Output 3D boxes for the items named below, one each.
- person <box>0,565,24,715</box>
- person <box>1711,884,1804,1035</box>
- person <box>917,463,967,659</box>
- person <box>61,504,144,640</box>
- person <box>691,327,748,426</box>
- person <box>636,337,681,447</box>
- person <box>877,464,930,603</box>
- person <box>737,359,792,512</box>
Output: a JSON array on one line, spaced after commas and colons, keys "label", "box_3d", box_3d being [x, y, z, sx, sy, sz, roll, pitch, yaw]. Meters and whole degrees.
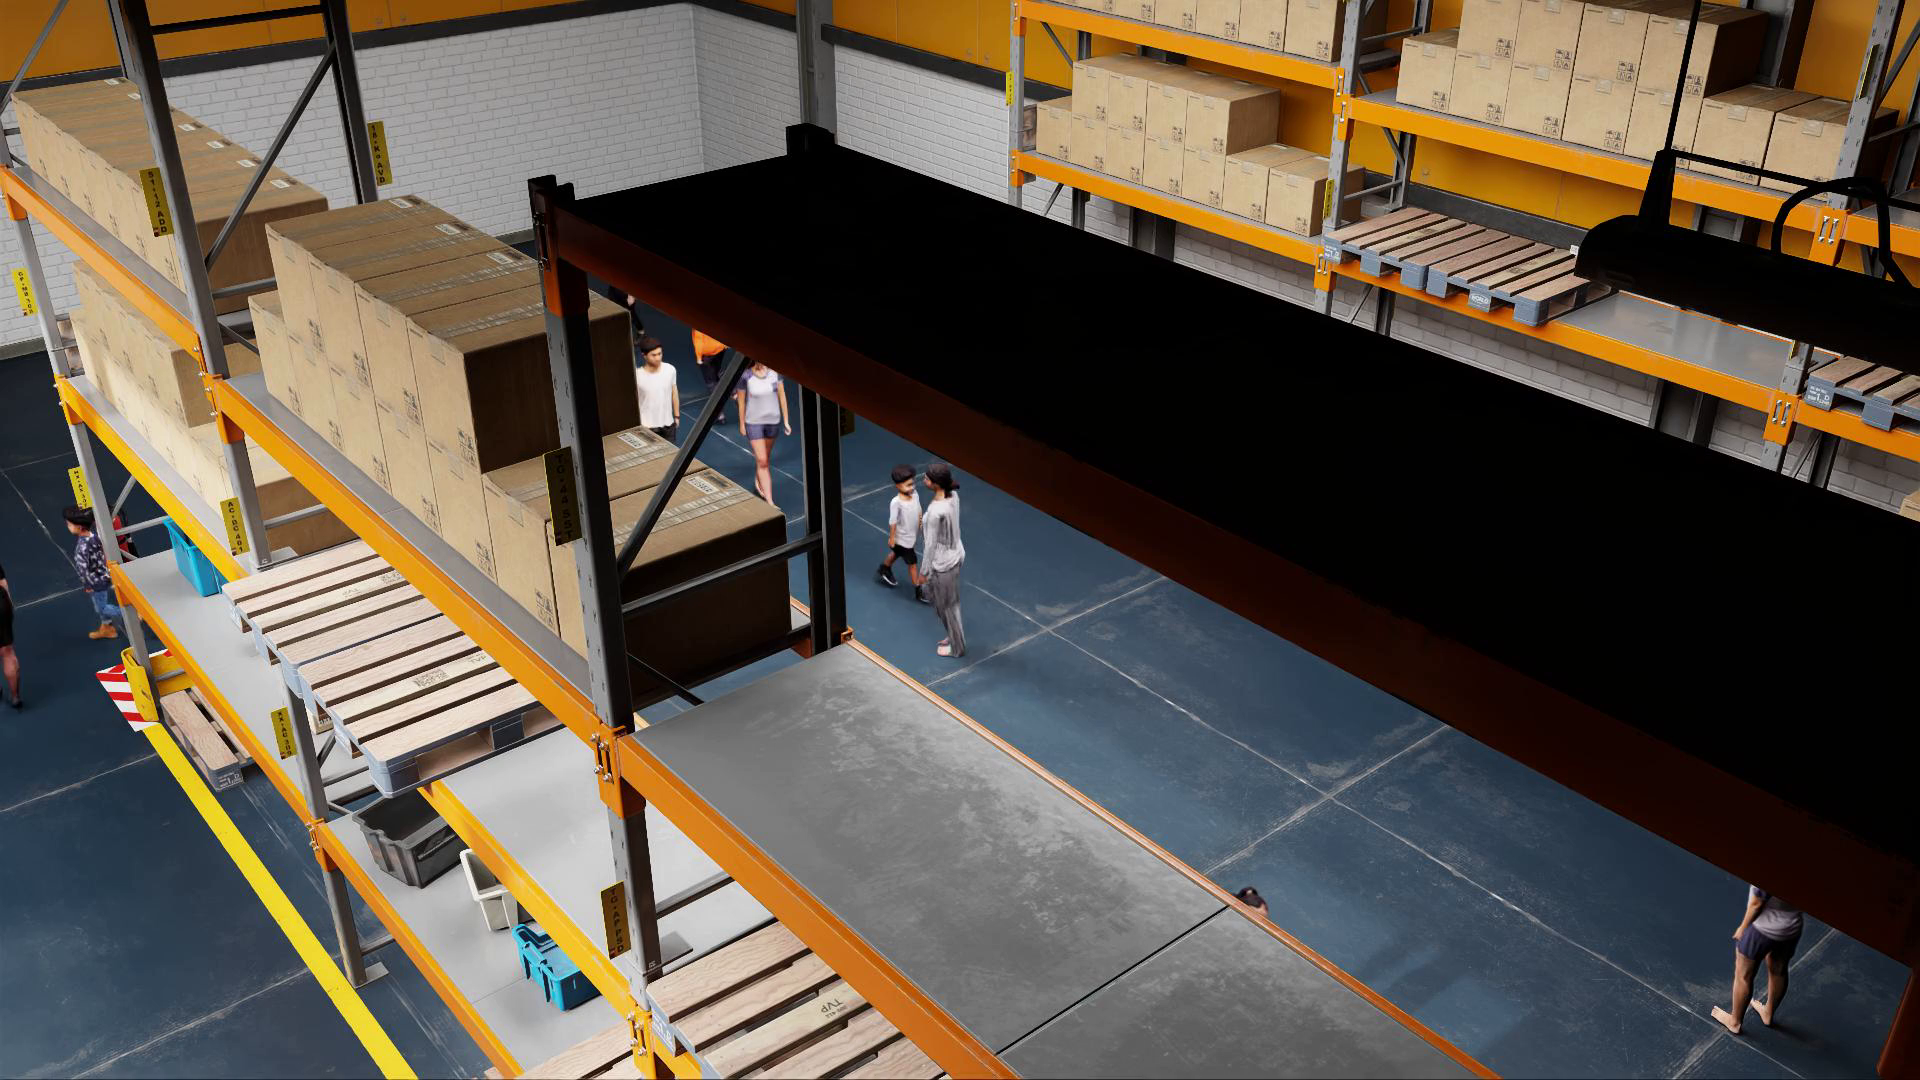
[{"label": "person", "box_3d": [-7.349, 0.586, 12.591, 0.593, 1.693, 0.625, -20, 34, -32]}, {"label": "person", "box_3d": [4.748, 2.224, 9.721, 0.647, 1.565, 0.656, -6, 29, -12]}, {"label": "person", "box_3d": [-0.029, 0.190, 13.246, 0.798, 1.759, 0.762, 10, 30, 17]}, {"label": "person", "box_3d": [-7.033, 0.280, 13.626, 0.735, 1.239, 0.730, -7, 29, -12]}, {"label": "person", "box_3d": [-2.492, -1.947, 17.195, 0.895, 1.730, 0.810, 14, 32, 24]}, {"label": "person", "box_3d": [-2.923, -1.160, 15.781, 0.712, 1.703, 0.914, -16, 33, -27]}, {"label": "person", "box_3d": [-0.520, -0.104, 14.332, 0.942, 1.235, 0.616, 19, 34, 31]}, {"label": "person", "box_3d": [-1.892, -1.130, 15.743, 0.746, 1.685, 1.090, -14, 32, -24]}]
